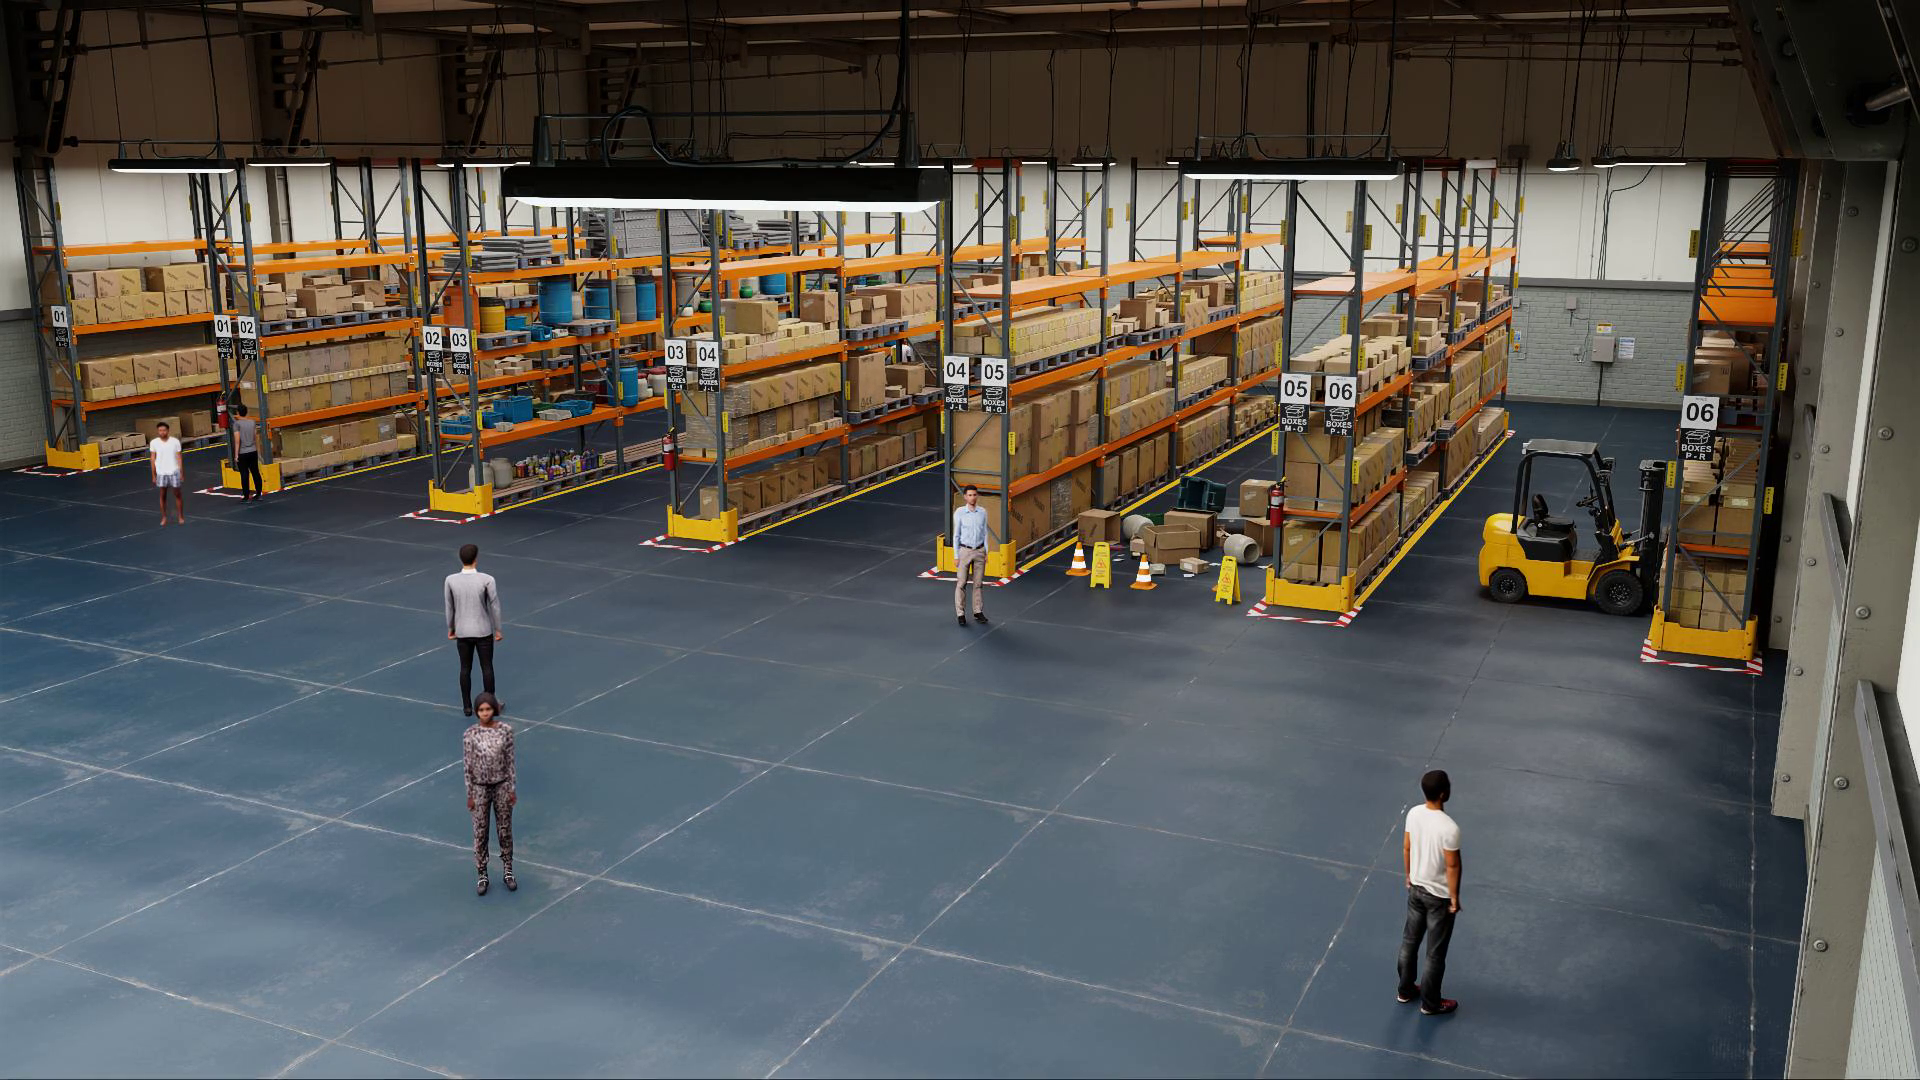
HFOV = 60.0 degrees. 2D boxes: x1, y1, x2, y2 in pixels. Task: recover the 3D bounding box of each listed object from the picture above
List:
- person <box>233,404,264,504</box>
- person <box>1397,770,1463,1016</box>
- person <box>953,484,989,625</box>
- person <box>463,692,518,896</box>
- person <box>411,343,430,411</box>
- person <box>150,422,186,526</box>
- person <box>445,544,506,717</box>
[{"bbox_3d":[-12.684,-1.551,29.571,0.674,1.755,0.484,7,15,27],"label":"person"},{"bbox_3d":[3.374,2.506,11.942,0.728,1.804,0.718,-8,15,-30],"label":"person"},{"bbox_3d":[0.149,0.174,21.920,0.755,1.847,0.812,-4,14,-18],"label":"person"},{"bbox_3d":[-3.917,2.099,13.902,0.679,1.714,0.738,-4,14,-19],"label":"person"},{"bbox_3d":[-12.659,-3.756,39.061,0.630,1.770,0.562,4,14,18],"label":"person"},{"bbox_3d":[-13.229,-1.126,27.795,0.707,1.729,0.768,-5,14,-20],"label":"person"},{"bbox_3d":[-5.344,0.982,18.263,0.839,1.922,0.805,0,13,-2],"label":"person"}]
